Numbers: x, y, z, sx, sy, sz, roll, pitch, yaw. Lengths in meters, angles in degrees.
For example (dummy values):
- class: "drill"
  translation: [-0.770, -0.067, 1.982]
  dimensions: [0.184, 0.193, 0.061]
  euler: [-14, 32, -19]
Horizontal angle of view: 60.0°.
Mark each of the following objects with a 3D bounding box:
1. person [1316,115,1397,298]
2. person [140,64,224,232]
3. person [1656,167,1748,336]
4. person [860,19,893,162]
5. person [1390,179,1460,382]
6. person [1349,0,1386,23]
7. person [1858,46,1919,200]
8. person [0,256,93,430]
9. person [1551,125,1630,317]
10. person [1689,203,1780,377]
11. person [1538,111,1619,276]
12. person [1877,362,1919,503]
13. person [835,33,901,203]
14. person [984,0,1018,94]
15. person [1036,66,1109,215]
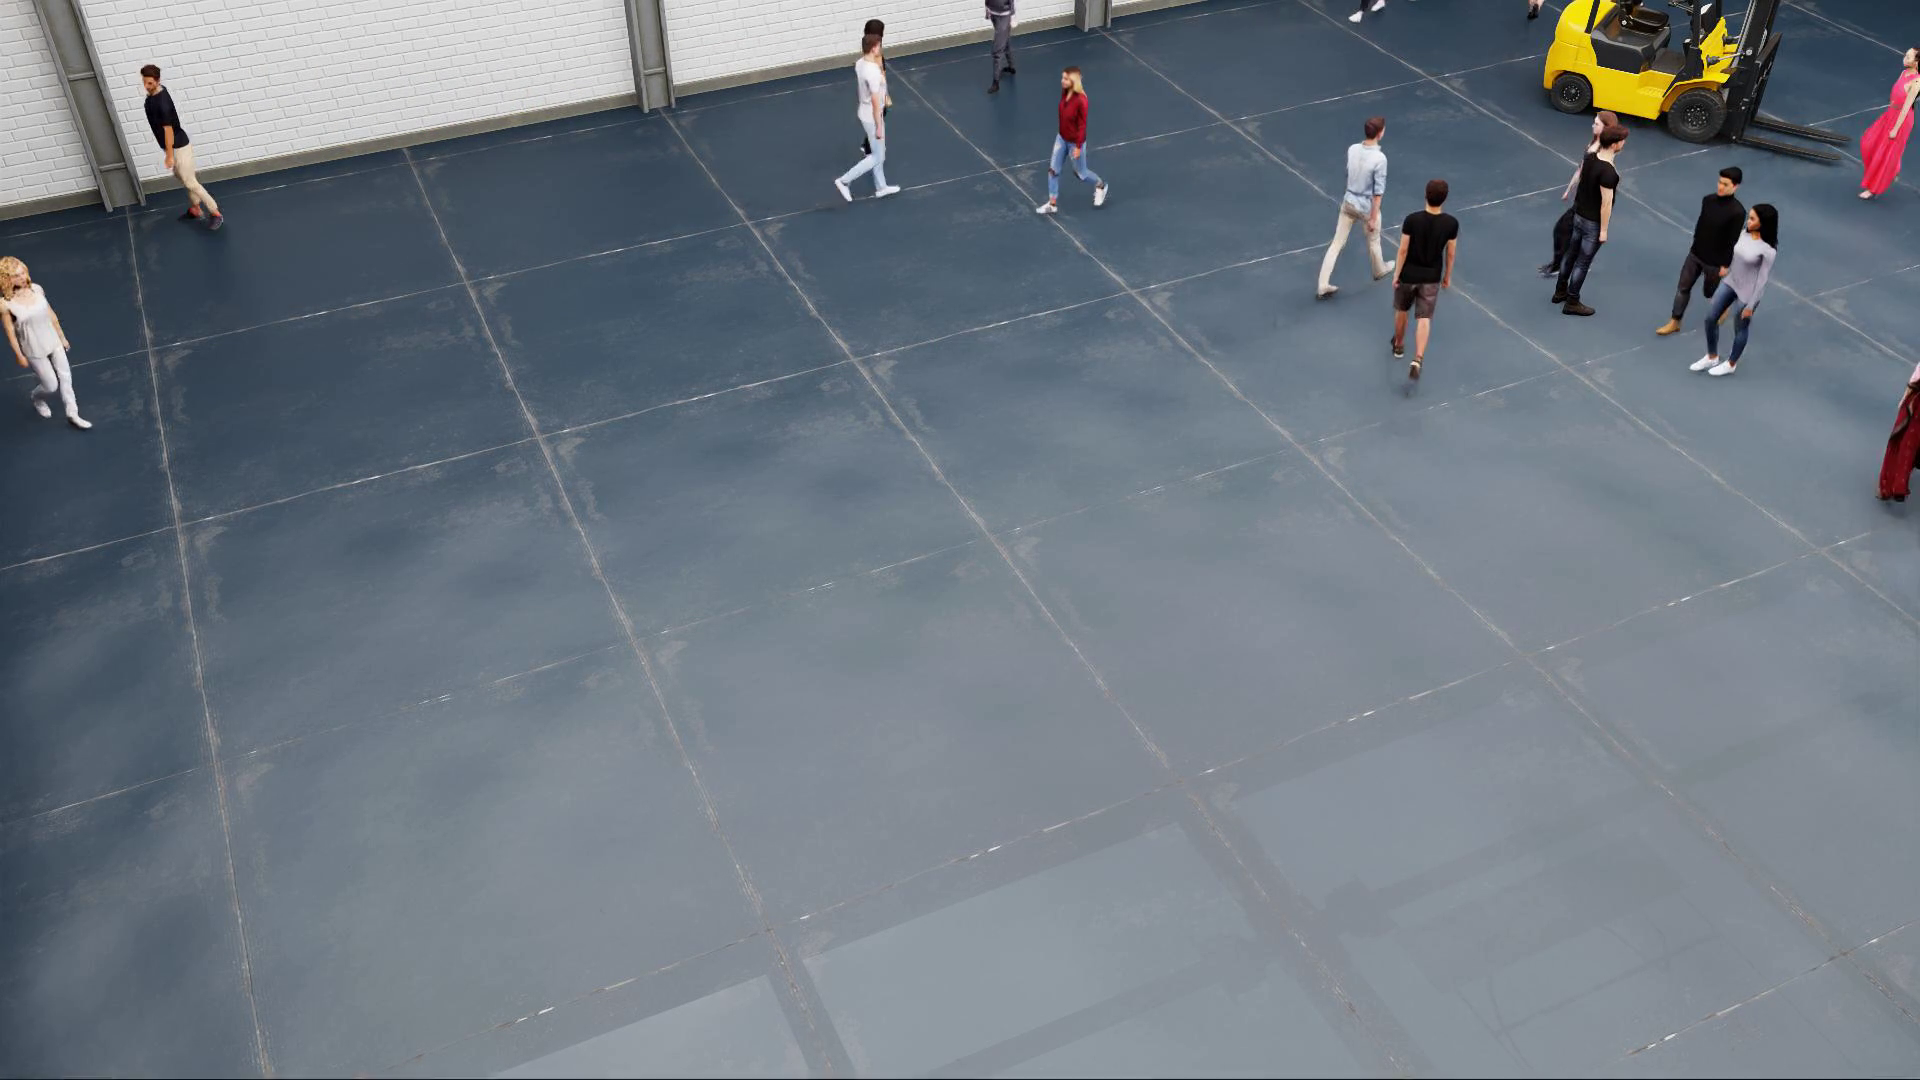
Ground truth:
- class: "person"
  translation: [3.794, -3.170, 16.076]
  dimensions: [1.276, 1.797, 0.871]
  euler: [-26, 45, -29]
- class: "person"
  translation: [-8.091, -4.070, 17.179]
  dimensions: [0.688, 1.826, 0.789]
  euler: [-13, 40, -15]
- class: "person"
  translation: [7.076, -2.697, 15.560]
  dimensions: [1.000, 1.702, 0.656]
  euler: [-17, 42, -20]
- class: "person"
  translation: [-1.038, -4.953, 18.443]
  dimensions: [0.568, 1.629, 0.560]
  euler: [-14, 41, -17]
- class: "person"
  translation: [4.143, -2.325, 14.986]
  dimensions: [1.160, 1.837, 1.117]
  euler: [6, 39, 7]
- class: "person"
  translation: [5.522, -7.689, 21.853]
  dimensions: [1.200, 1.649, 0.835]
  euler: [-28, 47, -31]
- class: "person"
  translation: [10.045, -4.424, 17.709]
  dimensions: [0.834, 1.717, 0.754]
  euler: [1, 39, 1]
- class: "person"
  translation: [-7.976, -1.705, 14.353]
  dimensions: [0.897, 1.657, 0.858]
  euler: [17, 42, 21]
- class: "person"
  translation: [6.009, -3.059, 15.857]
  dimensions: [0.676, 1.897, 0.728]
  euler: [-6, 39, -7]
- class: "person"
  translation: [7.131, -2.238, 14.970]
  dimensions: [0.703, 1.721, 0.692]
  euler: [-10, 40, -12]
- class: "person"
  translation: [6.303, -3.398, 16.416]
  dimensions: [0.906, 1.728, 0.799]
  euler: [0, 39, 0]
- class: "person"
  translation: [7.894, -1.017, 13.534]
  dimensions: [1.018, 1.605, 1.120]
  euler: [17, 42, 20]
- class: "person"
  translation: [-1.021, -4.444, 17.644]
  dimensions: [1.007, 1.831, 0.695]
  euler: [-14, 41, -16]
- class: "person"
  translation: [0.513, -6.315, 20.055]
  dimensions: [0.957, 1.745, 0.791]
  euler: [-22, 44, -25]
- class: "person"
  translation: [1.242, -4.198, 17.516]
  dimensions: [1.095, 1.605, 0.722]
  euler: [-24, 44, -27]
